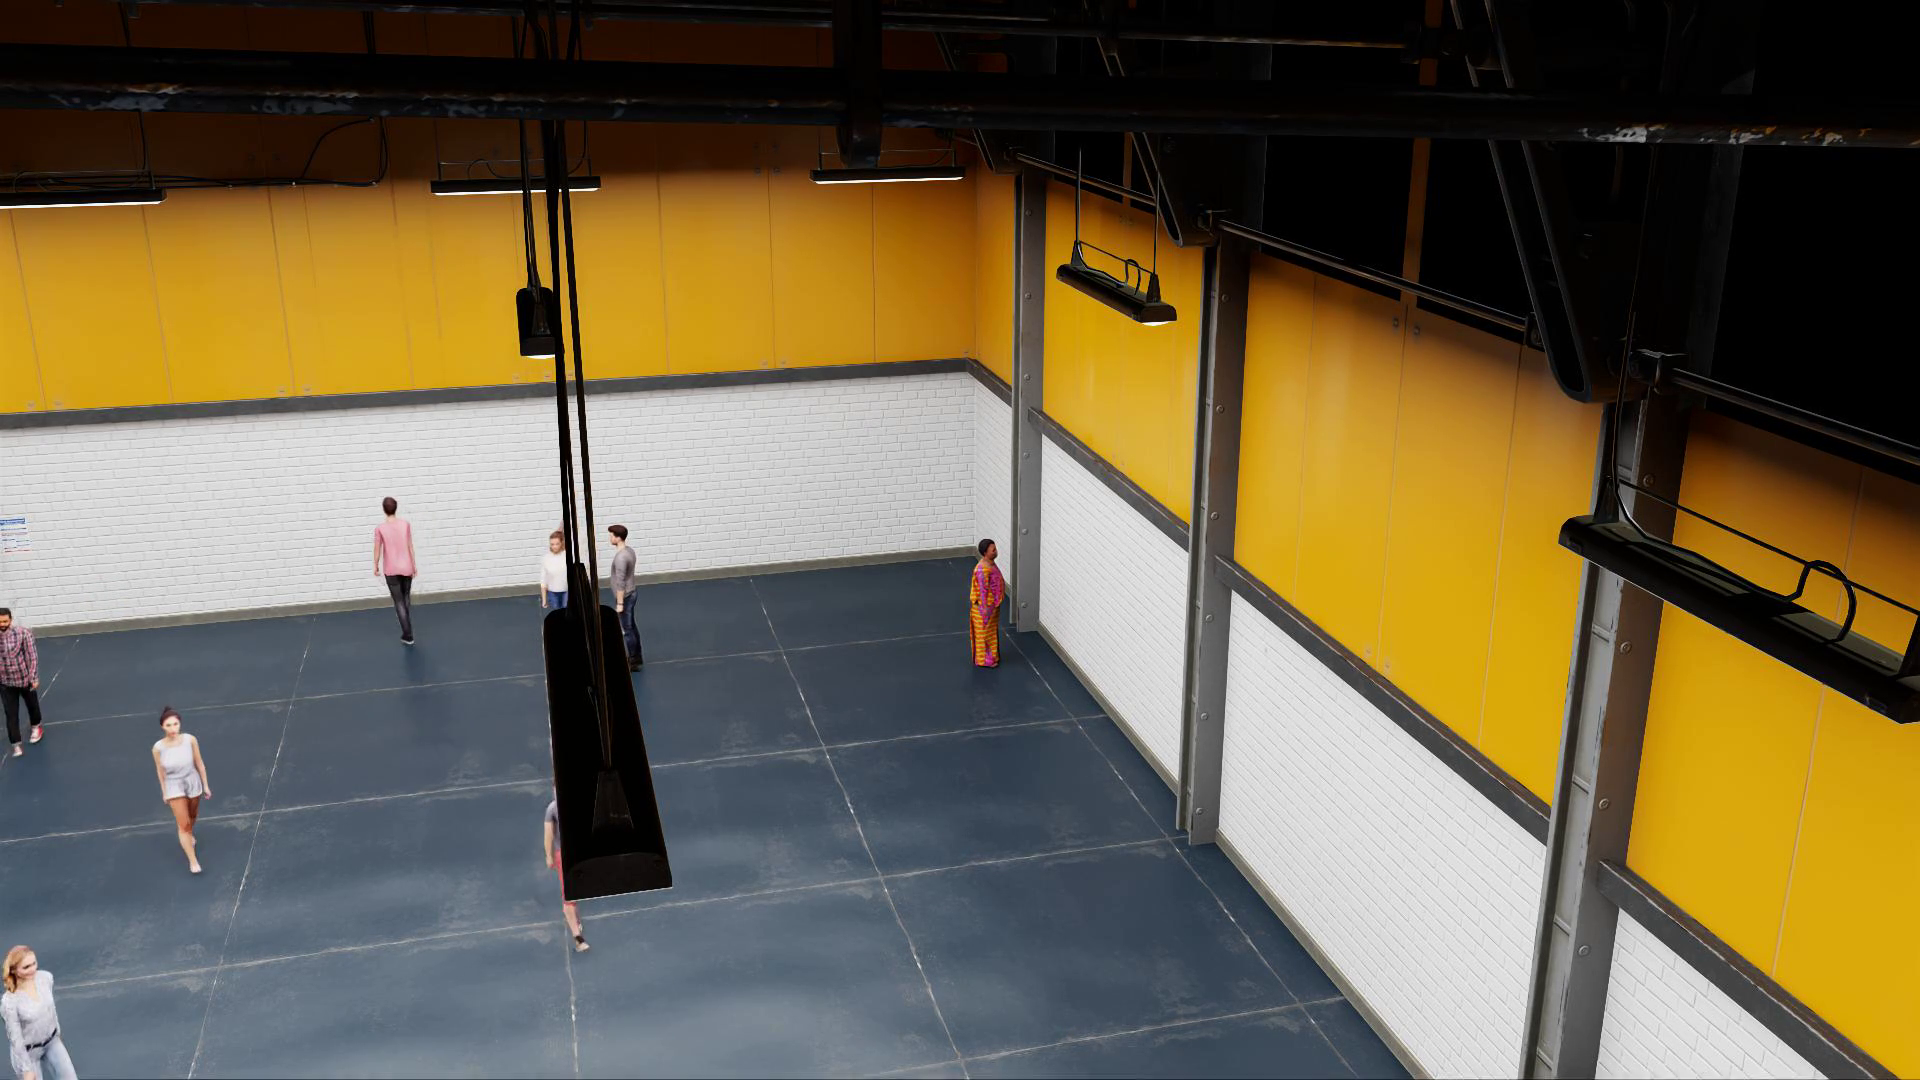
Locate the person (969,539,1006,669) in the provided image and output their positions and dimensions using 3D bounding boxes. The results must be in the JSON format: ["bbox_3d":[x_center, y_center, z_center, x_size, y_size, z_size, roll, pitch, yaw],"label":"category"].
[{"bbox_3d":[0.356,0.760,21.065,0.811,1.686,0.722,3,19,9],"label":"person"}]

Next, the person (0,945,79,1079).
[{"bbox_3d":[-6.789,3.721,12.122,0.806,1.781,0.744,8,20,23],"label":"person"}]

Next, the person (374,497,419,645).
[{"bbox_3d":[-7.292,0.431,21.669,0.913,1.925,1.214,-13,22,-33],"label":"person"}]

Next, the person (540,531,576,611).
[{"bbox_3d":[-5.087,0.705,21.252,0.824,1.670,1.211,0,19,-1],"label":"person"}]

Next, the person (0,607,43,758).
[{"bbox_3d":[-10.616,1.529,18.717,0.764,1.726,1.096,-5,19,-16],"label":"person"}]

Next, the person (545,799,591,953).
[{"bbox_3d":[-3.542,2.819,15.049,0.815,1.622,1.083,-12,22,-32],"label":"person"}]

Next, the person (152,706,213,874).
[{"bbox_3d":[-7.656,2.404,16.365,0.853,1.569,1.135,-14,23,-35],"label":"person"}]

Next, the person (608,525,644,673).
[{"bbox_3d":[-4.183,0.719,20.849,0.771,1.900,0.577,-1,19,-4],"label":"person"}]
